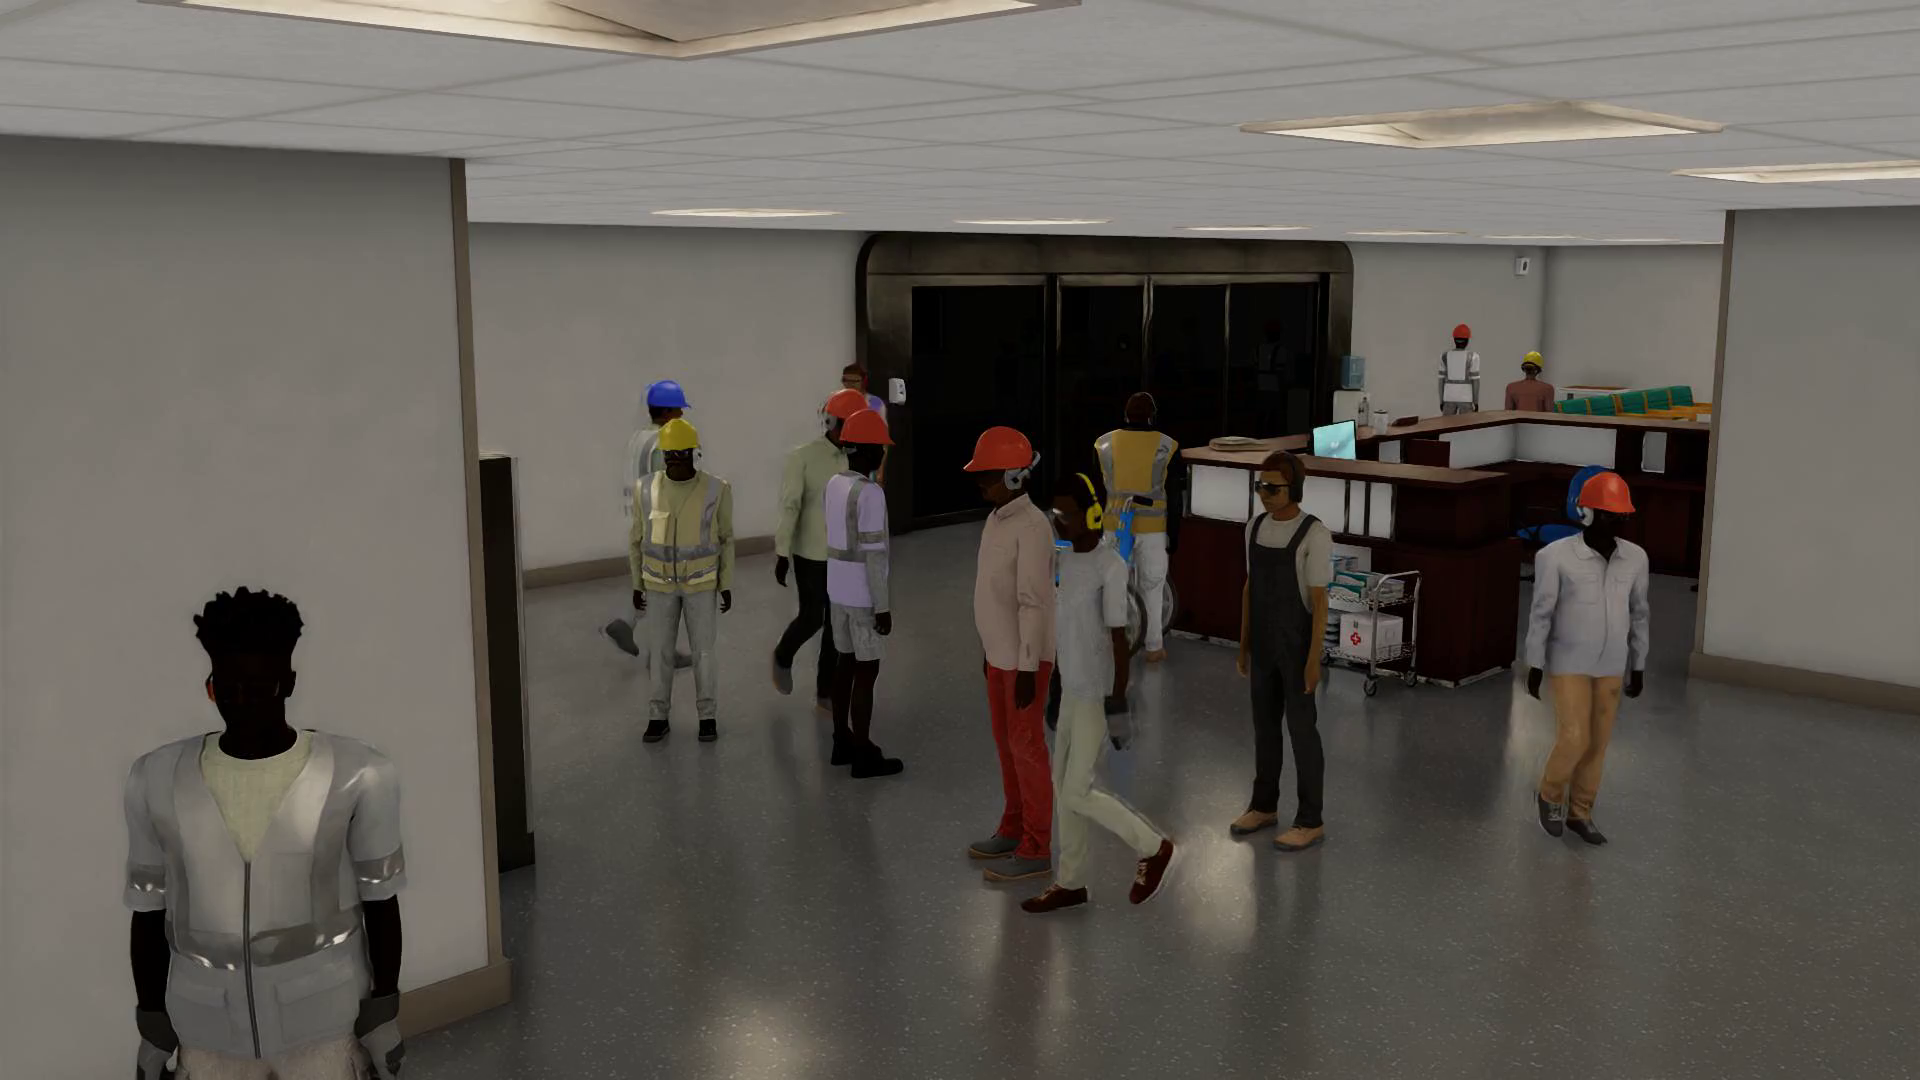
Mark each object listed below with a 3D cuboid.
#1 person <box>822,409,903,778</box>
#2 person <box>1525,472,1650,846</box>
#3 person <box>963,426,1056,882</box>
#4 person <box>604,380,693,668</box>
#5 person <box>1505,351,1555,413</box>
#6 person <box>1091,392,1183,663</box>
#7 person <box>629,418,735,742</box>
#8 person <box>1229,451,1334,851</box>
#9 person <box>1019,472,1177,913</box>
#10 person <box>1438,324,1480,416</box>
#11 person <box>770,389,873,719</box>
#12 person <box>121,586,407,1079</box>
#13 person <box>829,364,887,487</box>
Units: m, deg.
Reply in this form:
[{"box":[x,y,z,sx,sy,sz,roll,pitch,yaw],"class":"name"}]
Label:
[{"box":[-0.508,0.279,8.754,0.378,1.931,0.545,-5,11,-29],"class":"person"},{"box":[2.894,0.551,7.623,0.583,1.742,0.394,-2,9,-11],"class":"person"},{"box":[0.214,0.493,7.271,0.402,1.987,0.608,-3,10,-18],"class":"person"},{"box":[-2.016,-0.091,11.009,0.536,1.934,0.619,-3,10,-19],"class":"person"},{"box":[6.184,-1.163,18.086,0.532,1.768,0.311,5,10,28],"class":"person"},{"box":[1.197,-0.081,11.249,0.628,1.836,0.429,2,10,15],"class":"person"},{"box":[-1.564,0.227,9.346,0.588,1.835,0.403,0,9,0],"class":"person"},{"box":[1.485,0.502,7.668,0.342,1.837,0.503,-6,11,-34],"class":"person"},{"box":[0.544,0.631,6.817,0.545,1.852,0.536,-3,10,-18],"class":"person"},{"box":[6.548,-1.859,21.823,0.545,1.938,0.357,6,11,33],"class":"person"},{"box":[-0.827,0.075,9.896,0.680,1.954,0.629,-7,11,-36],"class":"person"},{"box":[-1.558,1.071,3.763,0.603,1.967,0.368,-2,9,-11],"class":"person"},{"box":[-0.932,-0.653,14.778,0.583,1.815,0.592,4,10,21],"class":"person"}]
